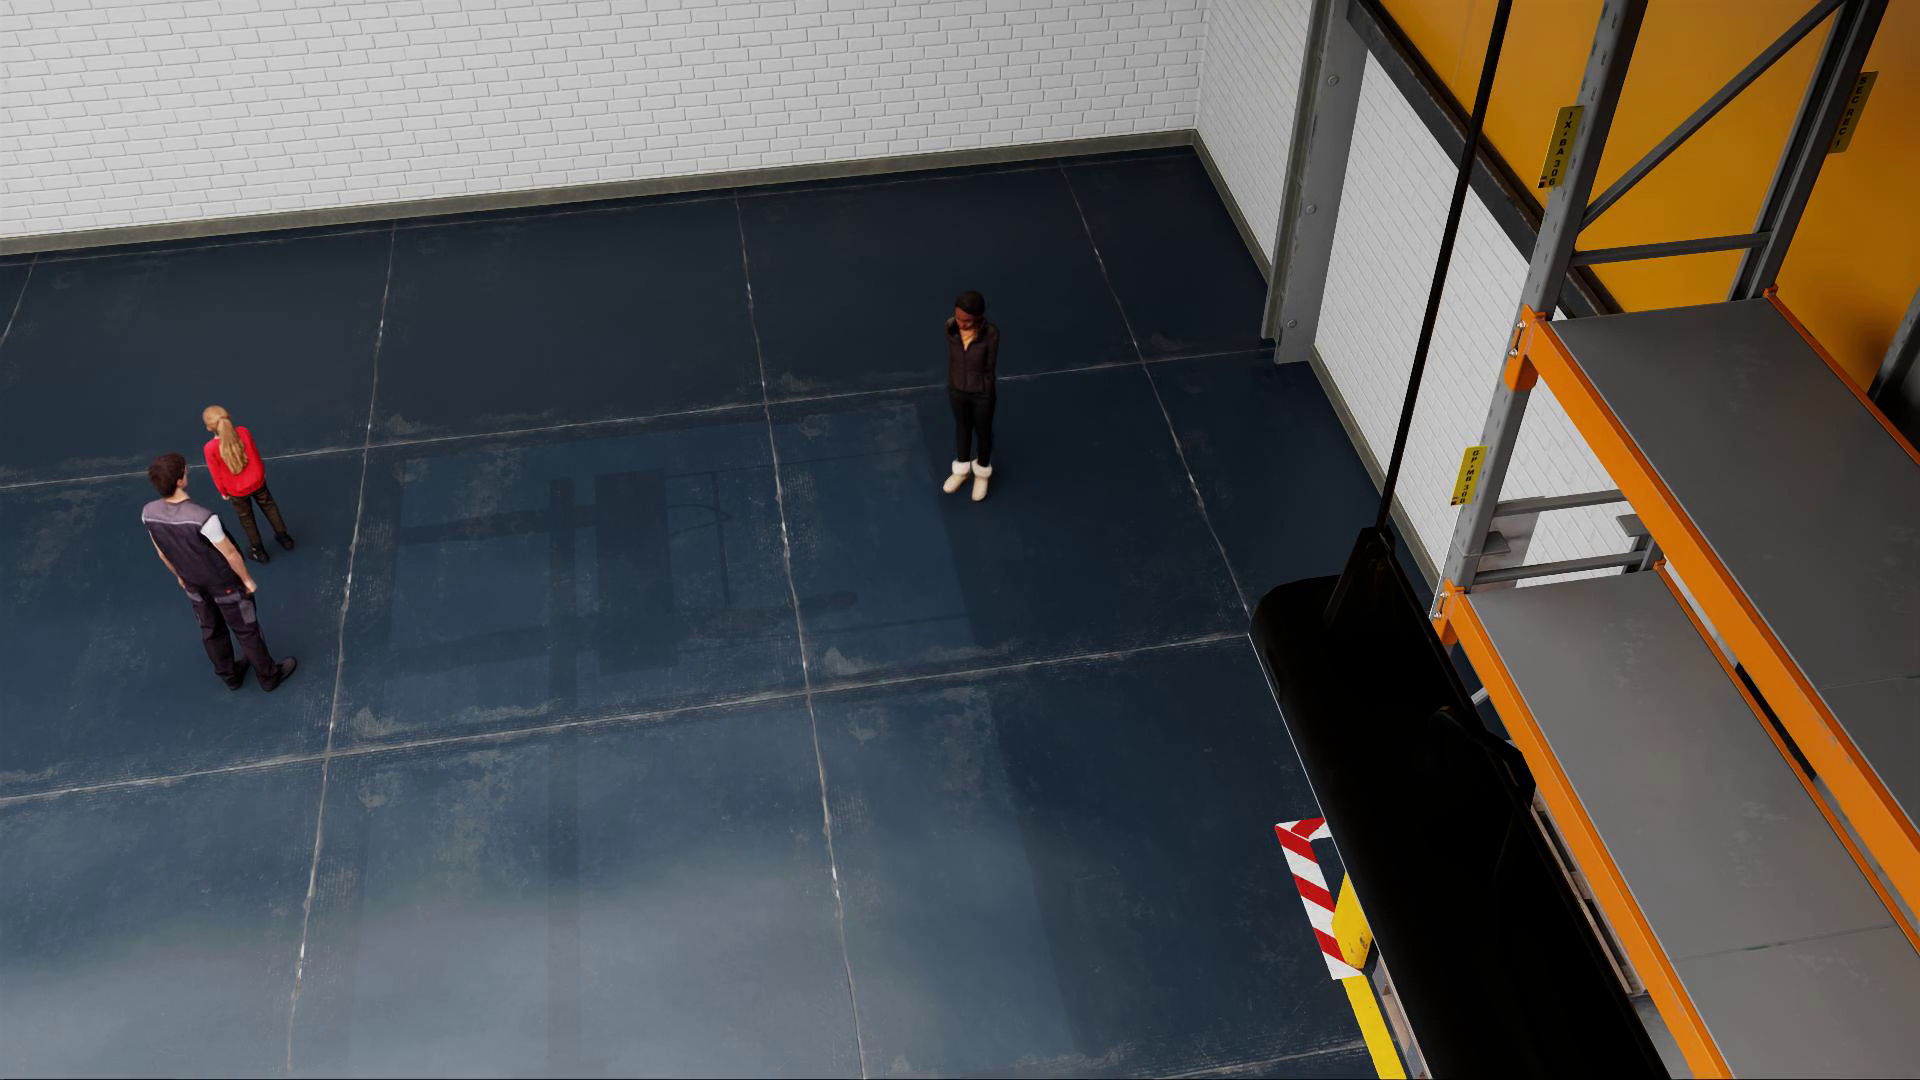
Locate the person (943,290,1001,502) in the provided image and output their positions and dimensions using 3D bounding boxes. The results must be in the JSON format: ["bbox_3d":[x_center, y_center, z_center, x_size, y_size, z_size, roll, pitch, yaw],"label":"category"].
[{"bbox_3d":[0.078,-1.057,11.641,0.697,1.661,0.758,8,44,8],"label":"person"}]

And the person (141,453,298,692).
[{"bbox_3d":[-4.575,0.234,10.152,0.722,1.846,0.688,7,44,7],"label":"person"}]

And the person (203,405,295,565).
[{"bbox_3d":[-4.828,-0.386,11.214,0.613,1.280,0.569,34,53,30],"label":"person"}]
